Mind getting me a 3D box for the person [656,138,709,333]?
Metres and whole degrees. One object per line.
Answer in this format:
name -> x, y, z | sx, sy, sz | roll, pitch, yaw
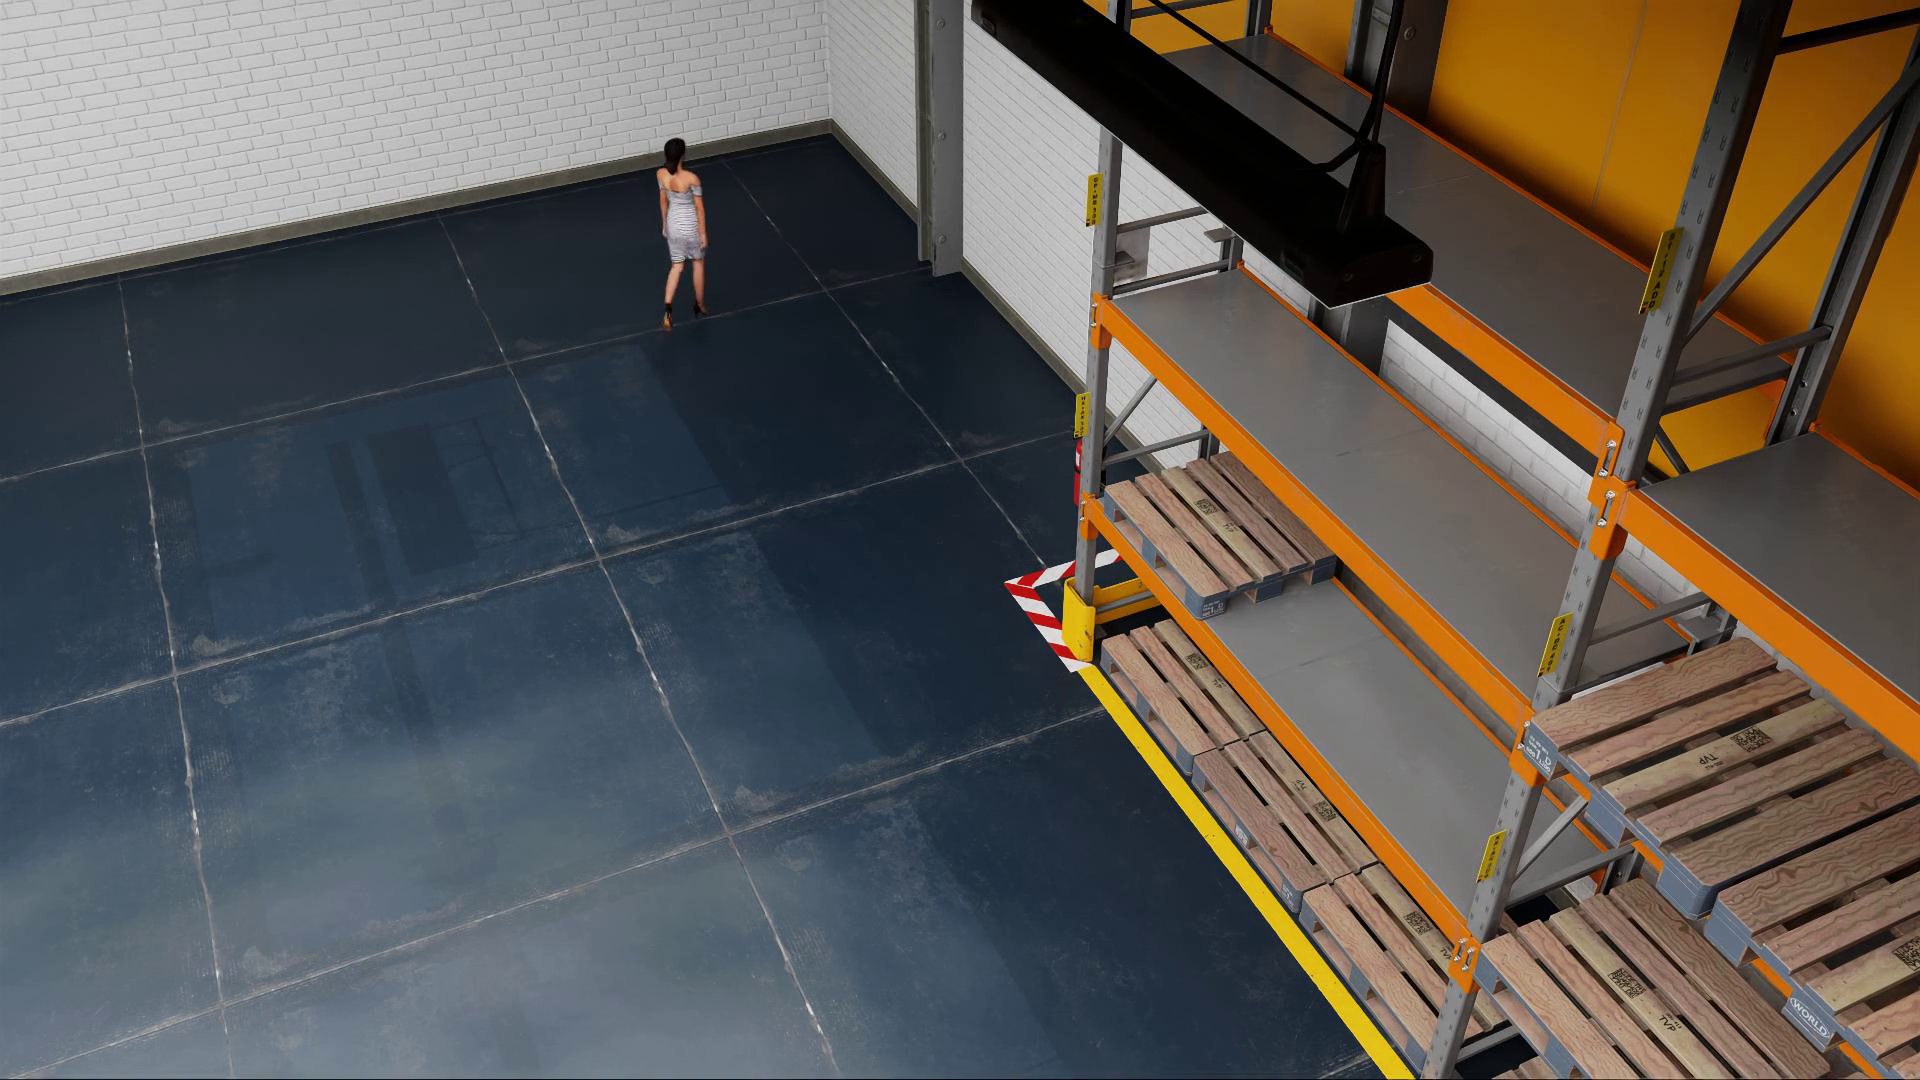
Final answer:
person -> -2.447, -2.620, 14.504 | 0.987, 1.799, 1.057 | 13, 40, 15
